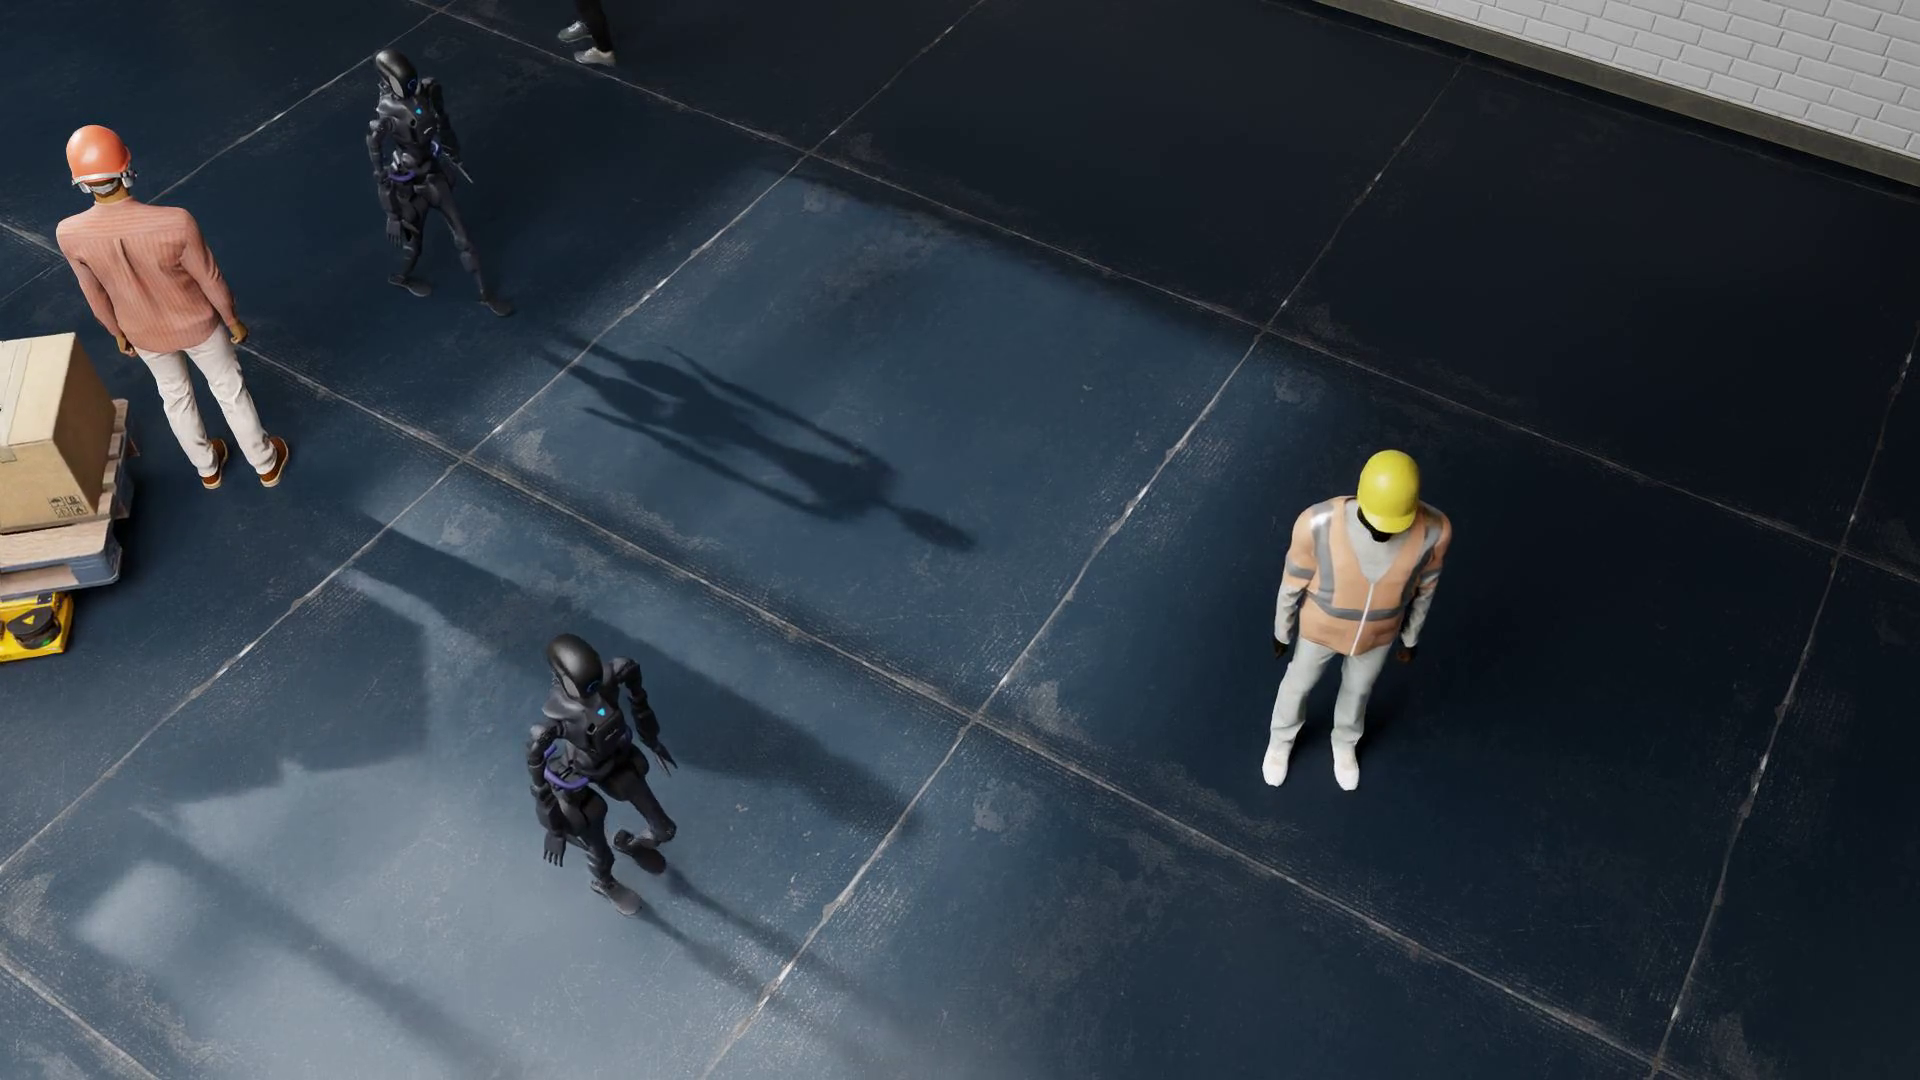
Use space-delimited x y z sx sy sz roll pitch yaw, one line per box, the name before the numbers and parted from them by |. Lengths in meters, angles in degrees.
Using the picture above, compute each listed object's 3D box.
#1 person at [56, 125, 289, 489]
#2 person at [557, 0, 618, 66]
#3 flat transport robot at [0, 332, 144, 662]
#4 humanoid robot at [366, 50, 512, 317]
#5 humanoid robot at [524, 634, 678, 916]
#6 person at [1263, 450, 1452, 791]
person | -3.572 -1.003 7.555 0.610 1.986 0.402 -5 49 -4
person | -2.333 -3.644 10.038 0.519 1.726 0.821 -7 49 -6
flat transport robot | -4.481 -0.018 7.831 0.659 0.231 1.431 -9 49 -7
humanoid robot | -2.785 -1.854 8.537 0.745 1.608 0.612 22 52 18
humanoid robot | -1.322 0.880 6.106 0.346 1.646 0.608 30 55 24
person | 1.509 0.337 6.427 0.584 1.919 0.389 1 49 1
